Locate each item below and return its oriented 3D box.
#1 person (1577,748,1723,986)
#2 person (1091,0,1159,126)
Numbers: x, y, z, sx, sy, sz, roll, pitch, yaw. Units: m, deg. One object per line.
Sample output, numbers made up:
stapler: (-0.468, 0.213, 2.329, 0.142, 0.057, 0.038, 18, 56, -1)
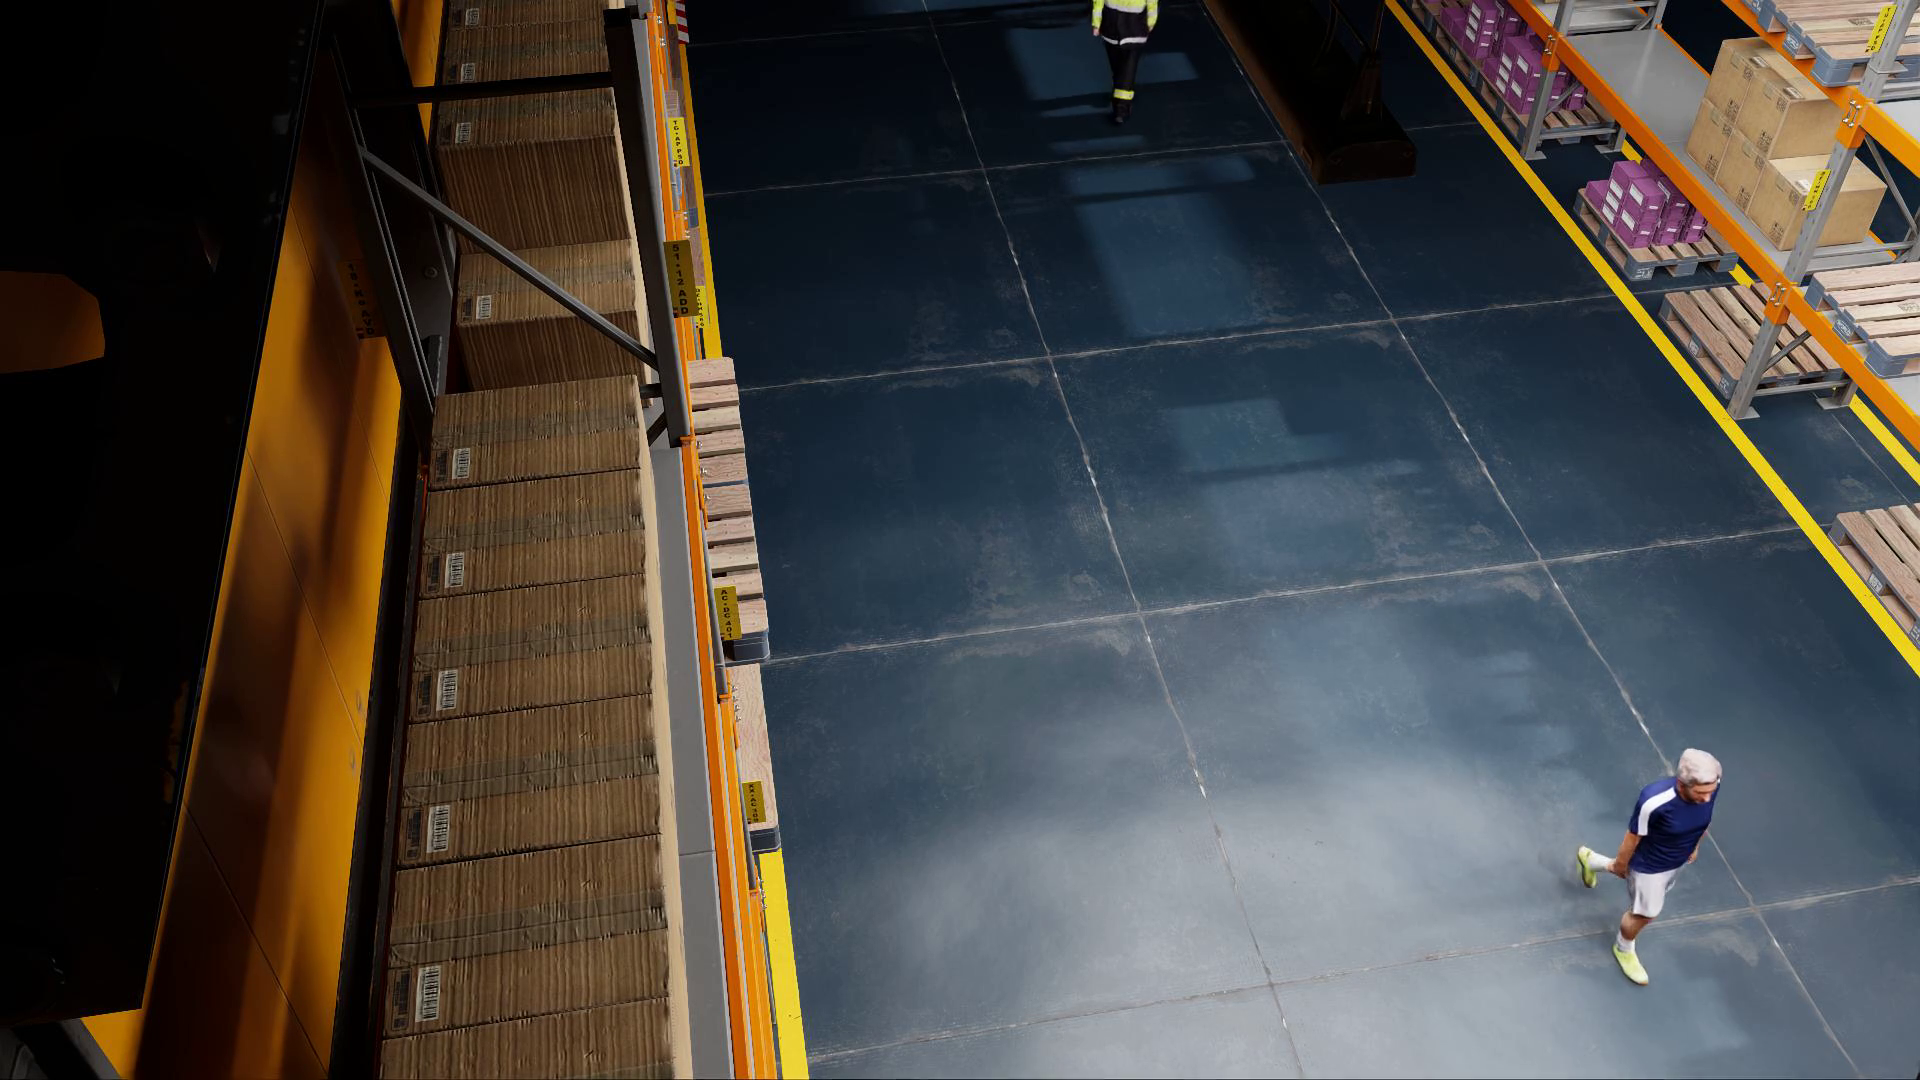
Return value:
person: (3.779, 1.672, 9.153, 0.829, 1.804, 1.090, -19, 47, -19)
person: (1.611, -5.082, 16.151, 1.112, 1.931, 1.357, 10, 45, 10)
